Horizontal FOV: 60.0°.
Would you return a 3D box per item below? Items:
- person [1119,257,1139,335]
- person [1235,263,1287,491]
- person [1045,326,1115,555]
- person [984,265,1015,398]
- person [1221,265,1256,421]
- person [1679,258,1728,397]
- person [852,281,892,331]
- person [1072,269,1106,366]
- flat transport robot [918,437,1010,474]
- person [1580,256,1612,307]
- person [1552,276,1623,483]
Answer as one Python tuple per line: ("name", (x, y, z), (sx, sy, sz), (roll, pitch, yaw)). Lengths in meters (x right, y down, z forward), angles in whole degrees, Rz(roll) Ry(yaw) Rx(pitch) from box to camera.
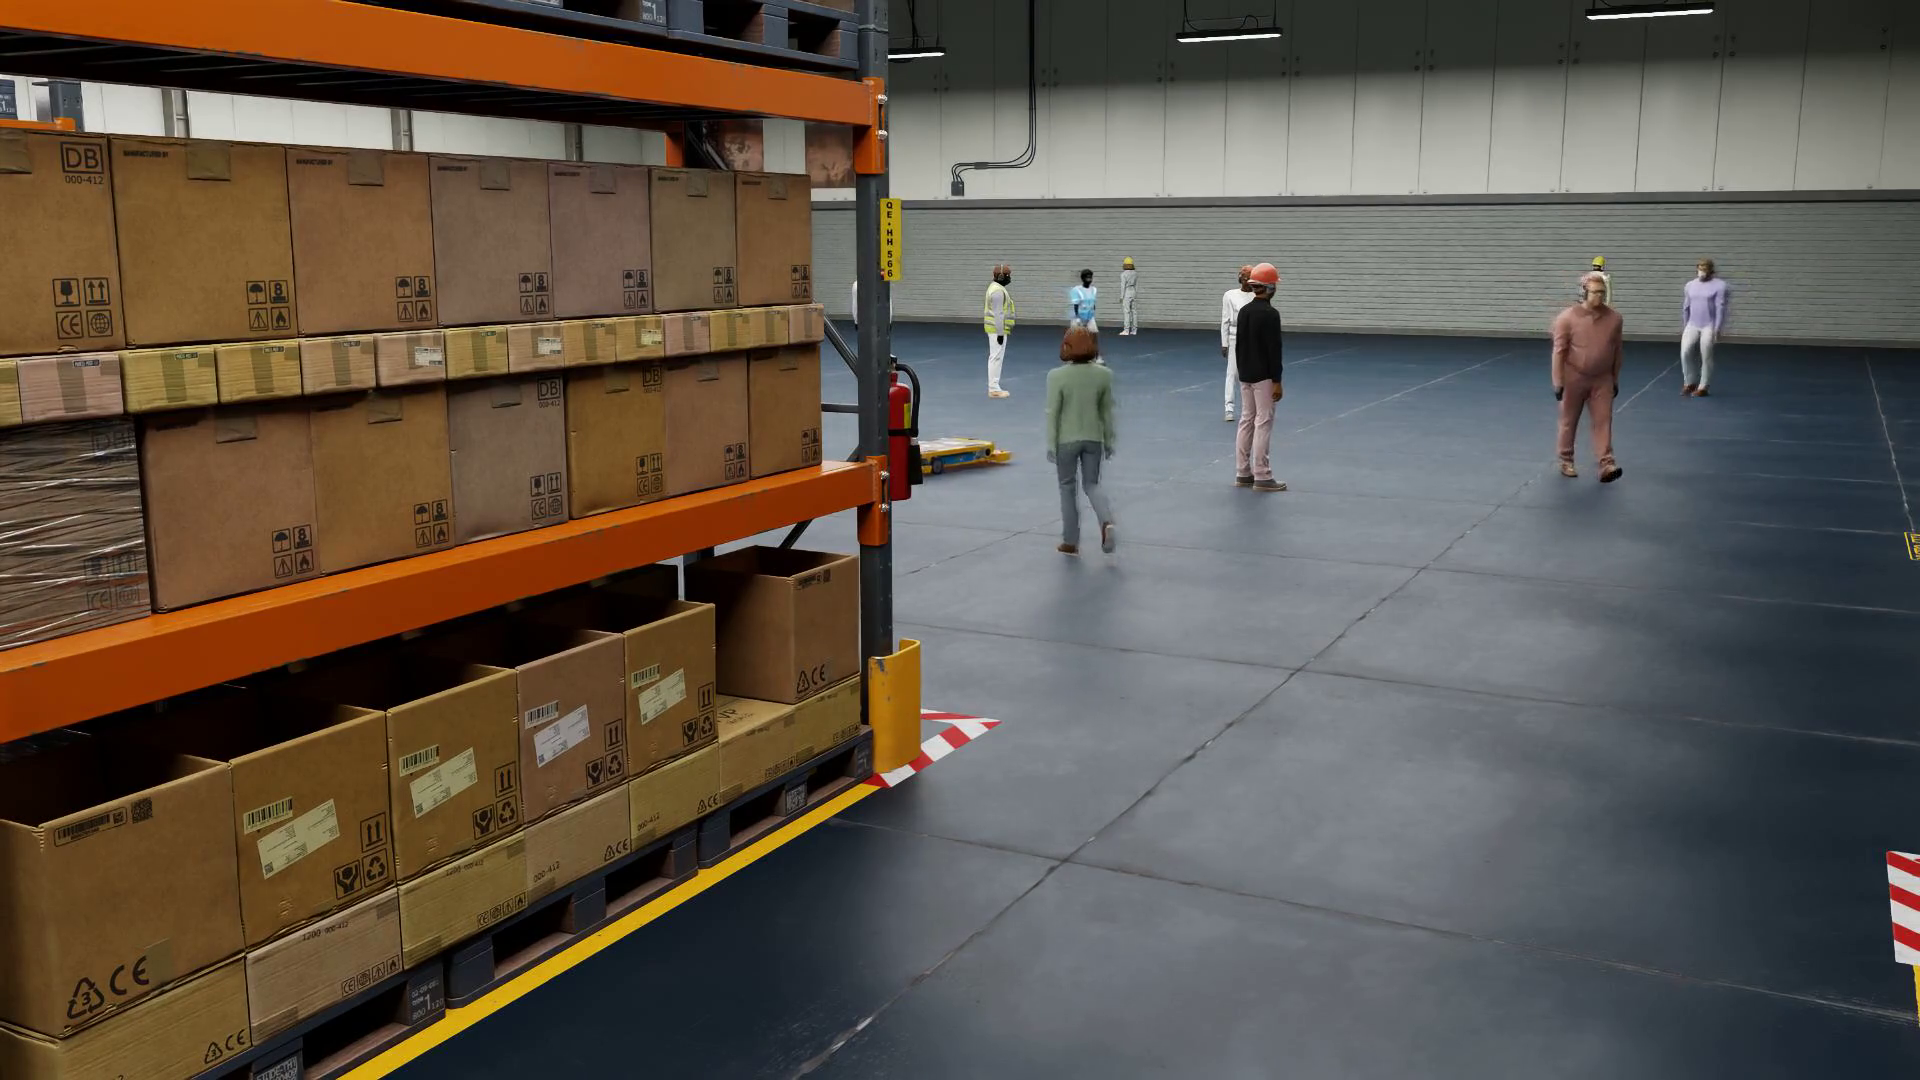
("person", (3.805, -5.502, 37.554), (0.483, 1.745, 0.299), (-7, 12, -33))
("person", (2.656, -1.435, 14.684), (0.371, 1.997, 0.622), (-4, 11, -22))
("person", (0.852, -0.668, 11.529), (0.506, 1.621, 0.530), (-4, 11, -20))
("person", (0.552, -2.890, 23.081), (0.430, 1.836, 0.628), (0, 10, -2))
("person", (3.442, -2.379, 20.134), (0.573, 1.887, 0.353), (-1, 10, -4))
("person", (10.269, -2.927, 23.028), (0.519, 1.921, 0.628), (-9, 14, -41))
("person", (-1.347, -3.391, 25.786), (0.629, 1.840, 0.429), (4, 11, 19))
("person", (2.148, -3.739, 28.164), (0.537, 1.652, 0.853), (-5, 12, -27))
("flat transport robot", (-0.227, -0.825, 16.070), (0.652, 0.197, 1.431), (9, 14, 42))
("person", (12.334, -4.576, 32.261), (0.591, 1.834, 0.404), (9, 13, 39))
("person", (5.738, -1.452, 15.142), (0.674, 1.856, 0.994), (0, 10, 0))
